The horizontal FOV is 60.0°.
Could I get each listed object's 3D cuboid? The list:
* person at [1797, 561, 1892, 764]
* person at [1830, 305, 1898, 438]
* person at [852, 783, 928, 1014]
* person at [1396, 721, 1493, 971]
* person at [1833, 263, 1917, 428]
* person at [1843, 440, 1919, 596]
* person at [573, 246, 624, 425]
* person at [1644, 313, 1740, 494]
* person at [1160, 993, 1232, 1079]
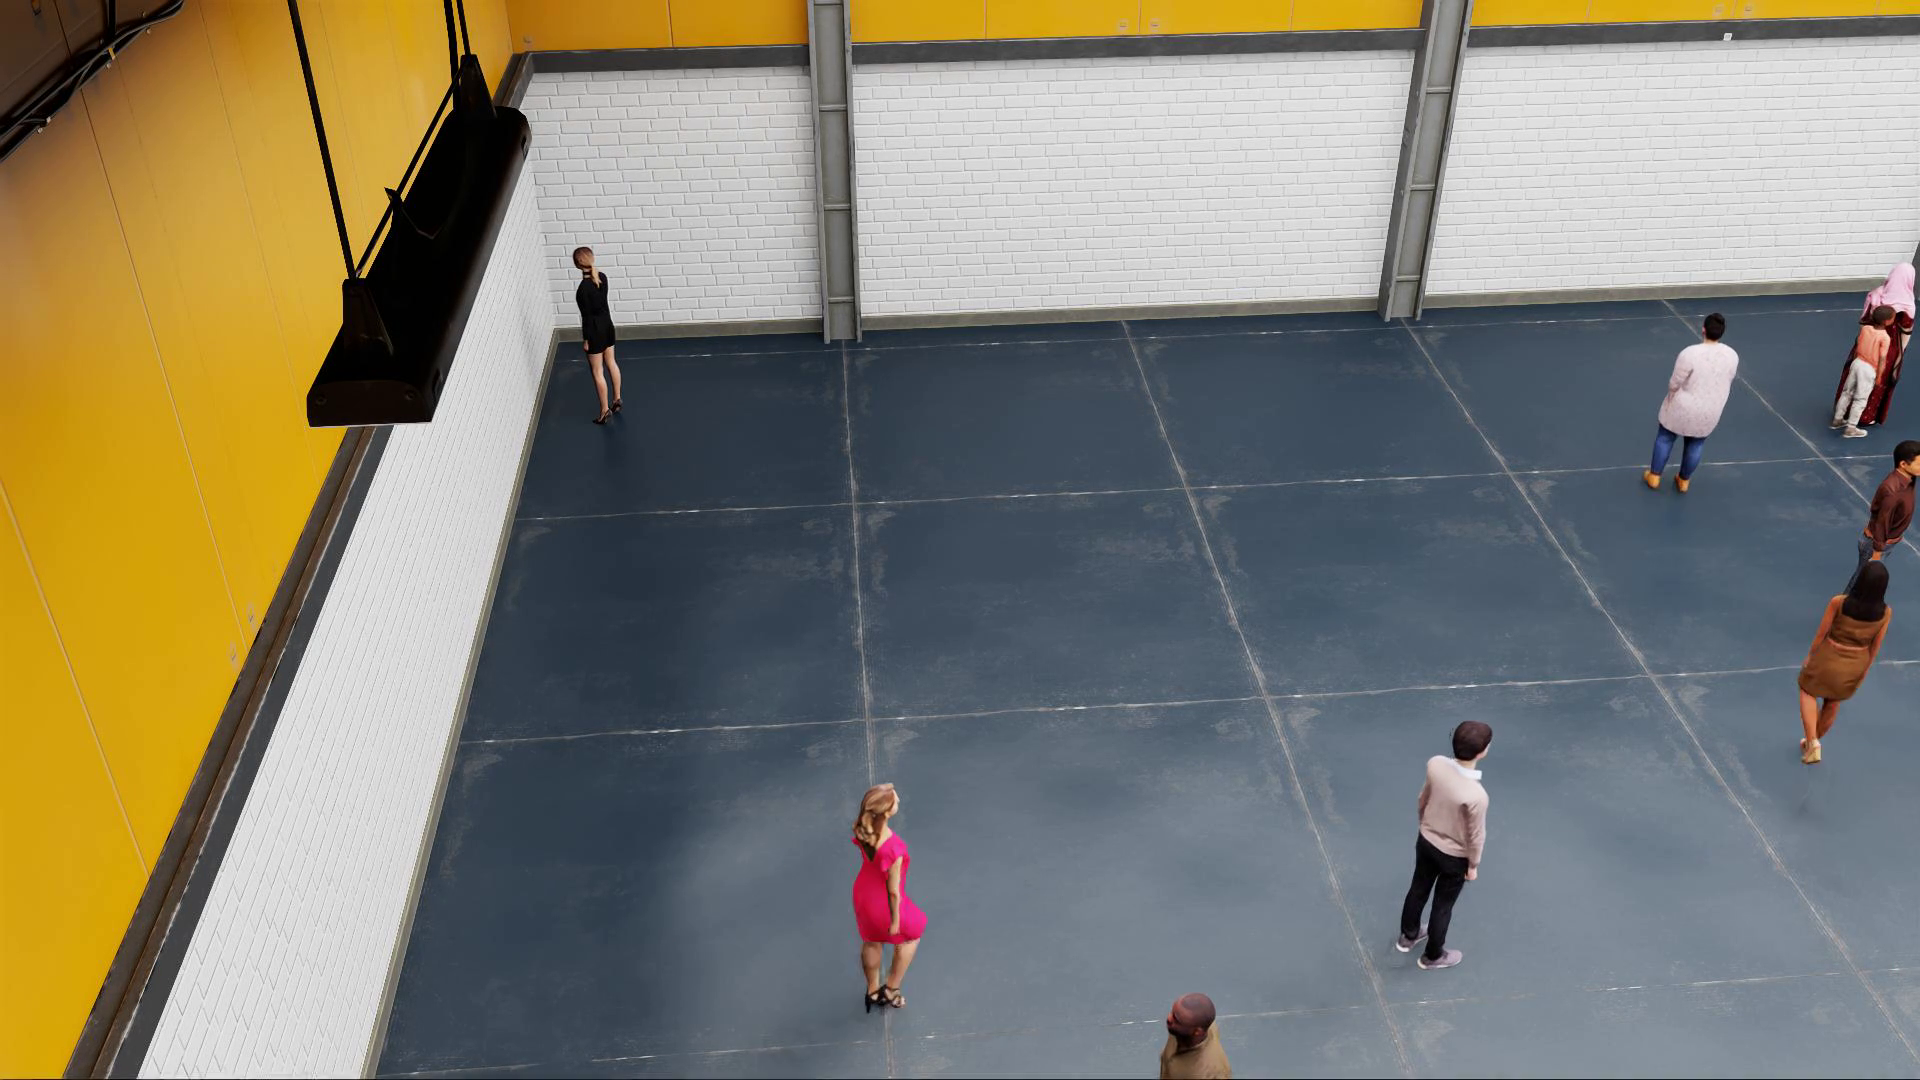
[{"bbox_3d":[6.039,0.905,11.422,0.764,1.679,0.773,8,34,11],"label":"person"},{"bbox_3d":[8.440,-1.592,15.512,0.515,1.310,0.530,-10,35,-14],"label":"person"},{"bbox_3d":[-0.524,2.109,9.576,0.747,1.718,0.701,-24,41,-32],"label":"person"},{"bbox_3d":[2.902,1.816,9.935,0.678,1.807,0.700,-17,37,-24],"label":"person"},{"bbox_3d":[8.616,-1.829,15.577,0.786,1.632,0.765,-23,40,-31],"label":"person"},{"bbox_3d":[6.982,0.016,12.667,0.758,1.782,0.707,23,40,31],"label":"person"},{"bbox_3d":[-3.410,-1.925,15.600,0.654,1.768,0.654,12,36,18],"label":"person"},{"bbox_3d":[6.429,-1.169,14.489,0.661,1.737,0.815,4,34,6],"label":"person"},{"bbox_3d":[1.136,2.896,8.294,0.577,1.825,0.743,-6,34,-9],"label":"person"}]
